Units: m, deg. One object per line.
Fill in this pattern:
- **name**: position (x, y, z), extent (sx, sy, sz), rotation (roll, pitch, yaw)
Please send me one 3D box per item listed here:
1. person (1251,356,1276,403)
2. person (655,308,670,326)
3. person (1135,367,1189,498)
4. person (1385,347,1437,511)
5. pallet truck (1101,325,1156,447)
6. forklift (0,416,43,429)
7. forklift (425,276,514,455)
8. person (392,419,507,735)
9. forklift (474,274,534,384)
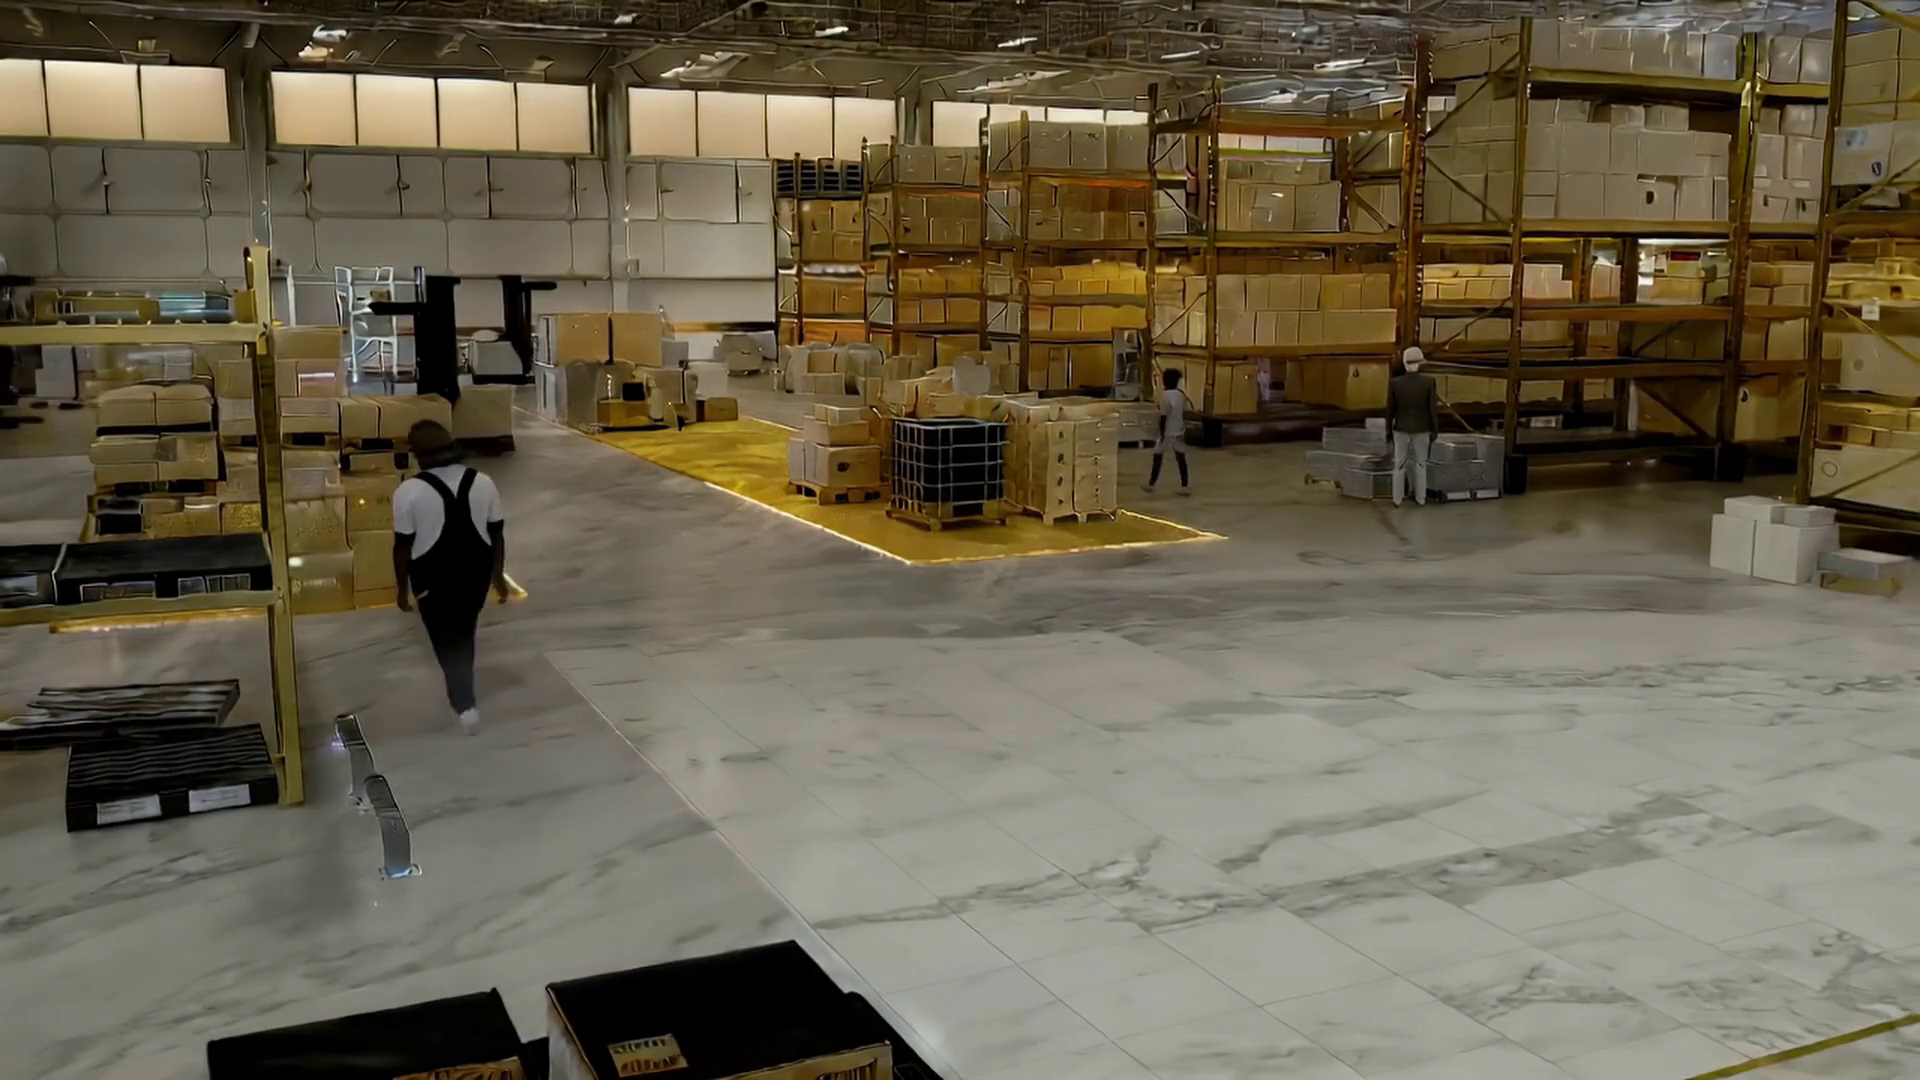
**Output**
- **person**: position (6.080, -3.429, 33.607), extent (0.615, 1.830, 0.672), rotation (-4, 10, -24)
- **person**: position (-8.152, -5.347, 45.267), extent (0.563, 1.901, 0.859), rotation (-1, 9, -8)
- **person**: position (2.648, -1.390, 21.443), extent (0.554, 1.658, 0.829), rotation (-9, 13, -43)
- **person**: position (5.452, -1.336, 20.142), extent (0.618, 1.983, 0.406), rotation (1, 9, 9)
- **pallet truck**: position (2.881, -2.596, 27.923), extent (0.823, 1.965, 1.885), rotation (-1, 9, -7)
- **forklift**: position (-18.218, -3.468, 30.602), extent (1.873, 2.768, 1.129), rotation (-1, 9, -5)
- **forklift**: position (-8.074, -2.737, 26.067), extent (1.873, 2.768, 1.129), rotation (-4, 10, -25)
- **person**: position (-3.216, 0.187, 10.522), extent (0.689, 2.000, 0.995), rotation (-7, 12, -39)
- **forklift**: position (-11.394, -5.366, 42.376), extent (1.873, 2.768, 1.129), rotation (-4, 10, -25)
